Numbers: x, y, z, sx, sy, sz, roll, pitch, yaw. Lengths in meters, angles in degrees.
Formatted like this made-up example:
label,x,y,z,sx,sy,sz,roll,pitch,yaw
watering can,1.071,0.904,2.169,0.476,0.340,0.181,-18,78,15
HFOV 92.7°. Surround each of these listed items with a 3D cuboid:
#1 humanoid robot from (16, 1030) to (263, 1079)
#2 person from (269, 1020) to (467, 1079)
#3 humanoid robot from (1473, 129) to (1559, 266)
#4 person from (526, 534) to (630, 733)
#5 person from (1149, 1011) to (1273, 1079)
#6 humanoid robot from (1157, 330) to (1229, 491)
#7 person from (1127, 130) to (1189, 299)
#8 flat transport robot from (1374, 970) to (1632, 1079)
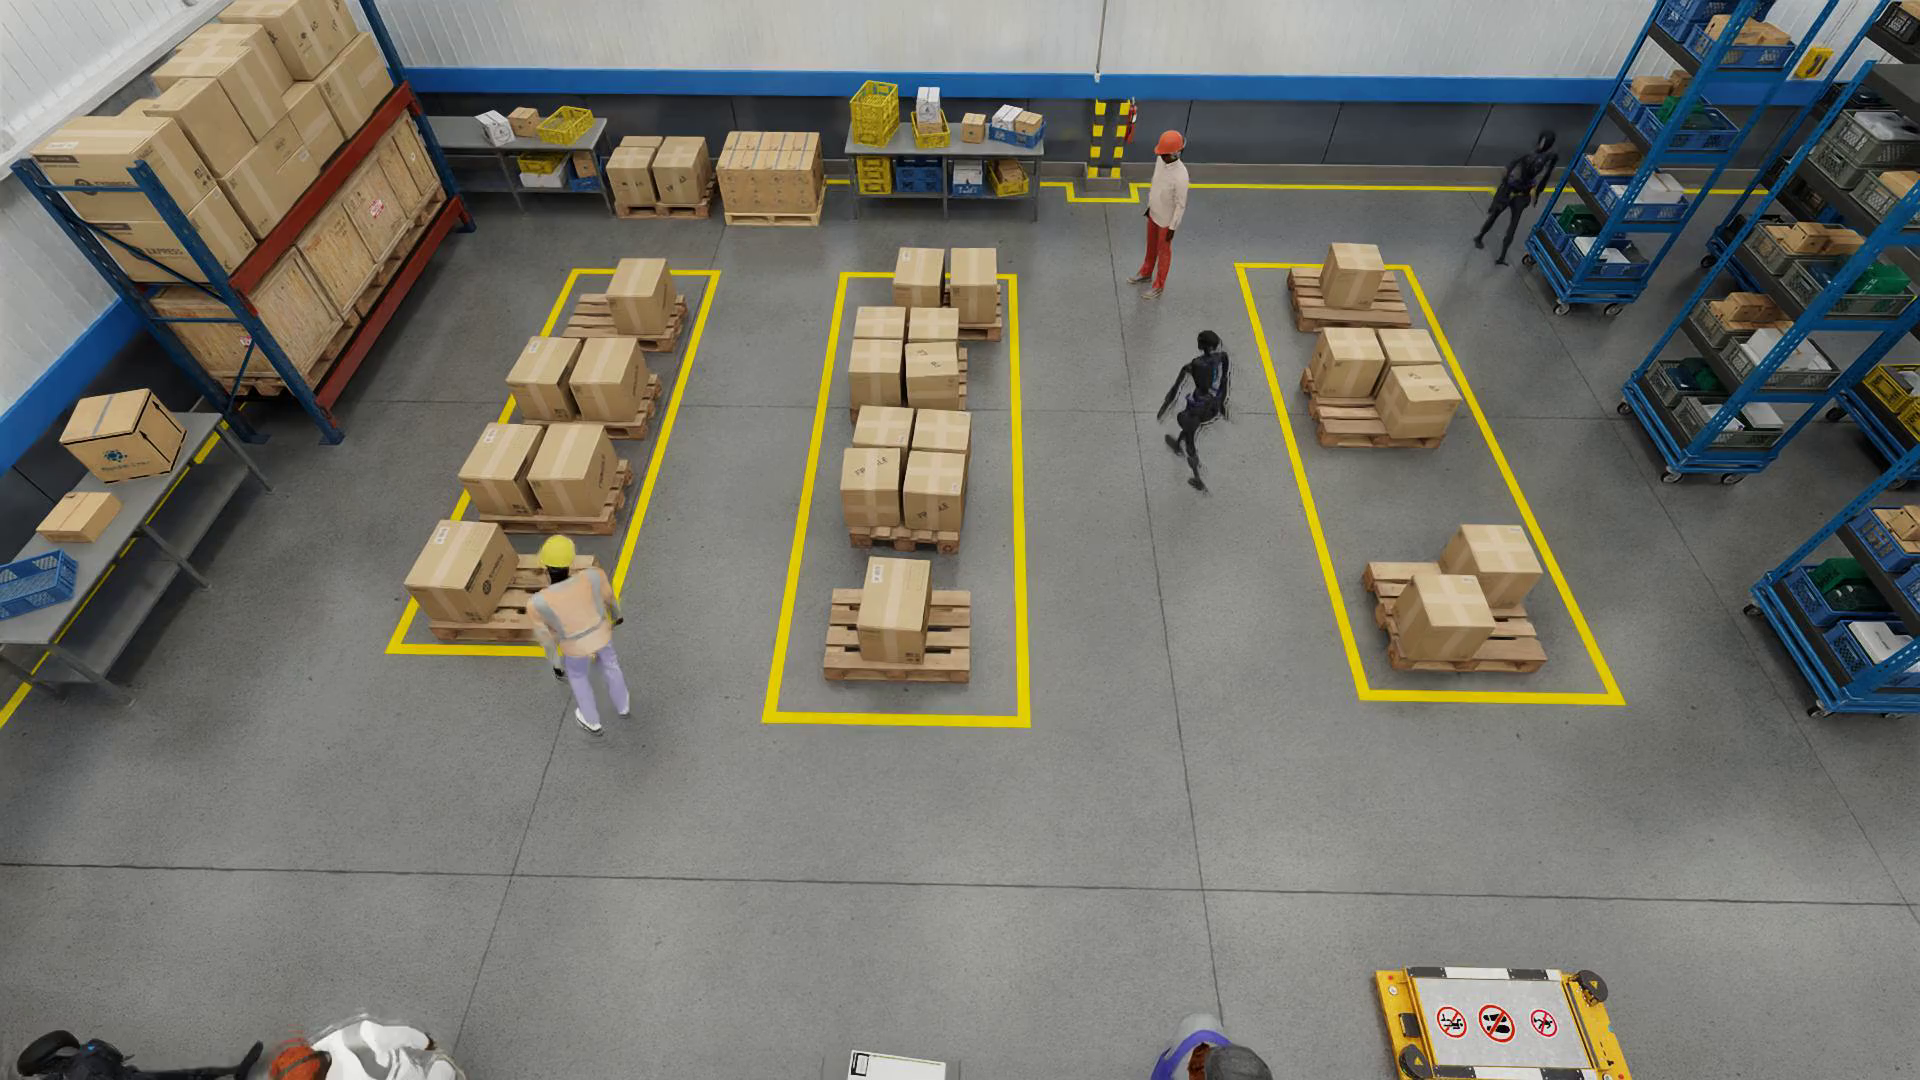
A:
label,x,y,z,sx,sy,sz,roll,pitch,yaw
humanoid robot,-4.591,3.050,5.106,0.621,1.630,0.743,25,55,19
person,-3.205,2.986,5.026,0.579,1.865,0.418,-27,56,-21
humanoid robot,6.654,-4.099,10.940,0.617,1.622,0.777,4,51,3
person,-2.809,0.699,6.876,0.639,1.875,0.465,-35,59,-25
person,1.271,3.015,4.886,0.535,2.000,0.681,12,52,10
humanoid robot,2.249,-1.232,8.625,0.606,1.637,0.791,-23,54,-18
person,2.268,-3.660,10.364,0.405,1.982,0.610,-16,53,-12
flat transport robot,3.501,3.133,5.914,1.431,0.197,0.652,1,51,1
